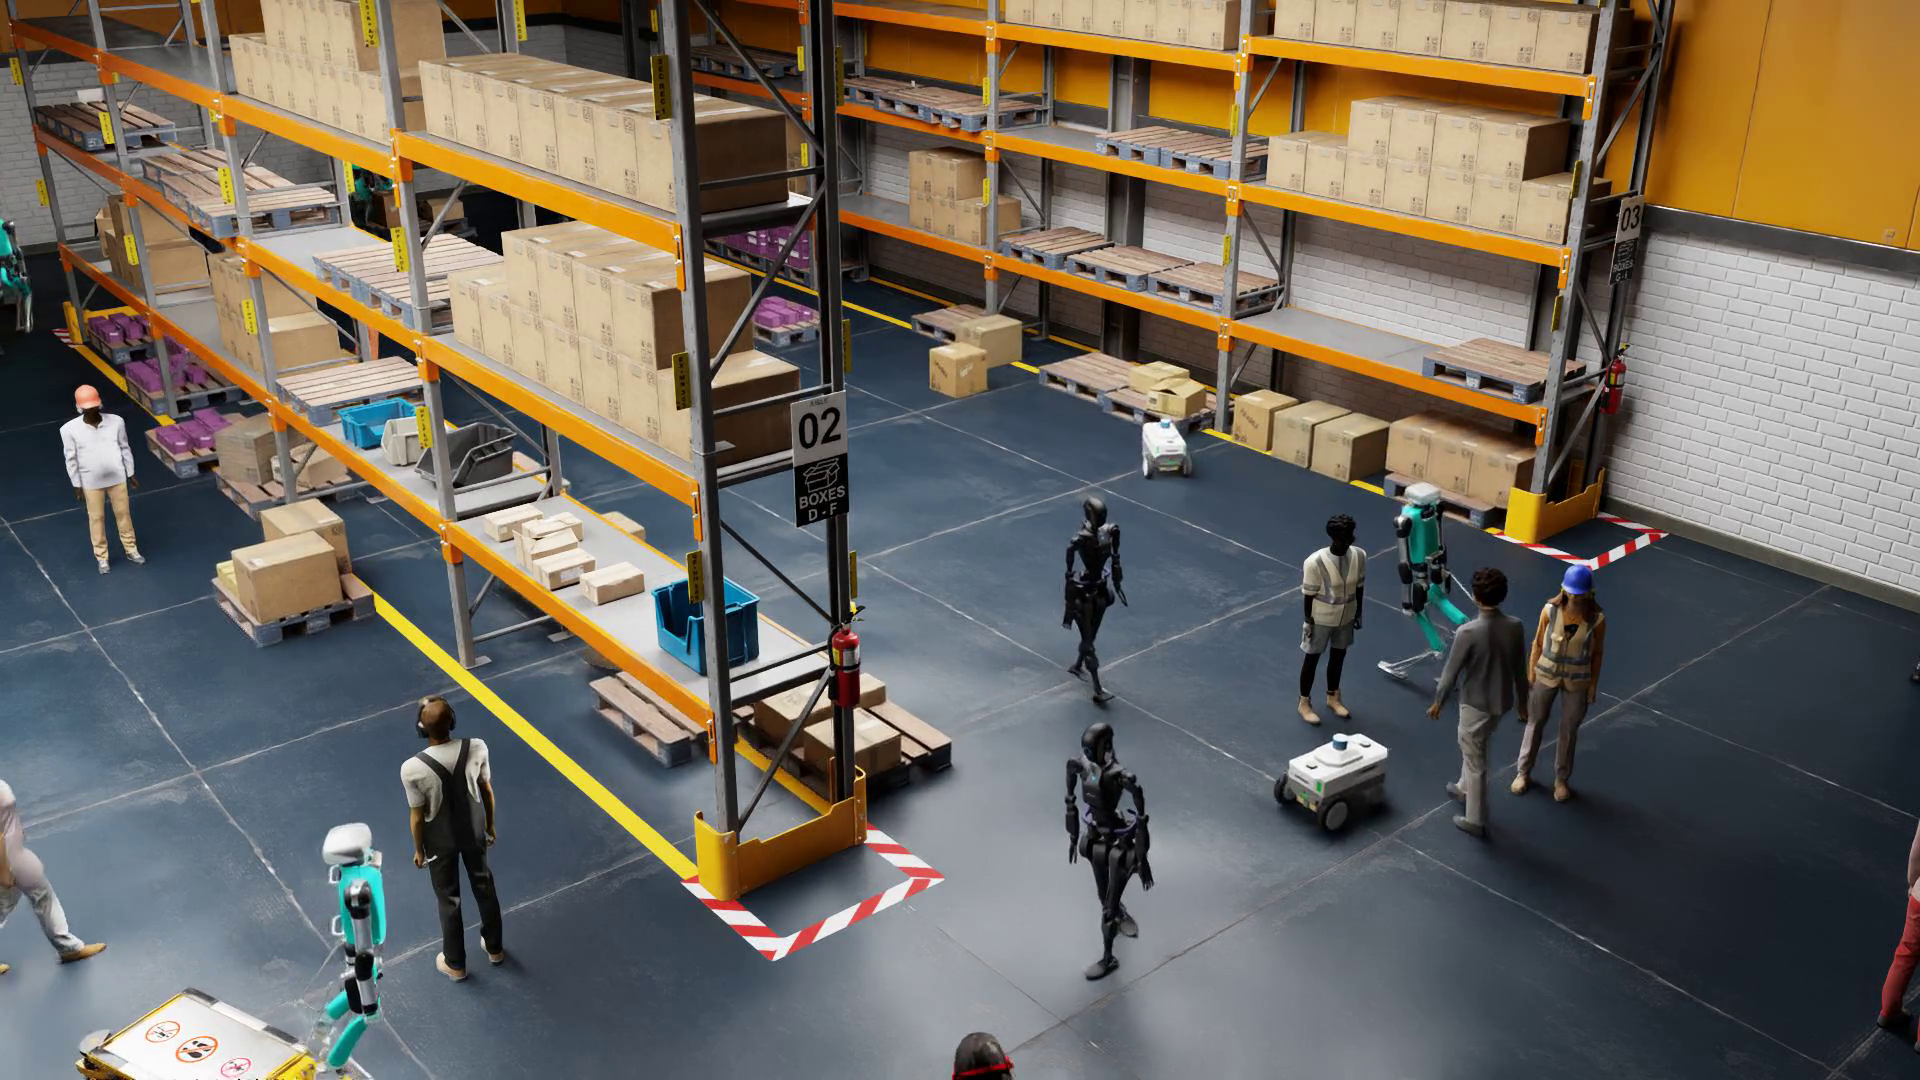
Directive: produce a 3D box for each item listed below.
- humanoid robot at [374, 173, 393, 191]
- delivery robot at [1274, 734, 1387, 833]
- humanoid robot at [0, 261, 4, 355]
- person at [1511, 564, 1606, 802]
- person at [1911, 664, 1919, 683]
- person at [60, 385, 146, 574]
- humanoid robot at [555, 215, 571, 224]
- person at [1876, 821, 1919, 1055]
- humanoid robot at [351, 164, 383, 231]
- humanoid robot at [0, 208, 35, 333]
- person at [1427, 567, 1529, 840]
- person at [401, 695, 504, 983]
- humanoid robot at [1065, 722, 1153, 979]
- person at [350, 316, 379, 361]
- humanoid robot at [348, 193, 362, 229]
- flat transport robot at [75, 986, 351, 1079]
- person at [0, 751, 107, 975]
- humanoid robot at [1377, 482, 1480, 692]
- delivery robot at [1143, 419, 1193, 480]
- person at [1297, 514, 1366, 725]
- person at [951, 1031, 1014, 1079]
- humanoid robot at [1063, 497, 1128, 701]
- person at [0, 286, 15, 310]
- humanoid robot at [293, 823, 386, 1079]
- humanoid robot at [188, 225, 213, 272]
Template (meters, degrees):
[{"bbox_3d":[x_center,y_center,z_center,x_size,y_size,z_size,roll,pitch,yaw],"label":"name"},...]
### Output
[{"bbox_3d":[-9.751,-6.200,28.164,0.633,1.797,0.530,7,24,16],"label":"humanoid robot"},{"bbox_3d":[2.606,1.622,11.510,0.774,0.581,0.499,-15,27,-31],"label":"delivery robot"},{"bbox_3d":[-12.509,-3.173,21.159,0.547,1.806,0.692,-2,23,-5],"label":"humanoid robot"},{"bbox_3d":[4.159,0.977,11.475,0.466,1.778,0.324,10,25,22],"label":"person"},{"bbox_3d":[7.809,0.263,12.955,0.546,1.924,0.387,14,27,29],"label":"person"},{"bbox_3d":[-7.763,-0.563,15.084,0.561,1.742,0.335,-19,30,-37],"label":"person"},{"bbox_3d":[-5.257,-3.471,21.911,0.518,1.634,0.616,4,24,8],"label":"humanoid robot"},{"bbox_3d":[5.407,2.010,9.102,0.312,1.767,0.521,-8,25,-18],"label":"person"},{"bbox_3d":[-9.810,-5.914,27.531,0.542,1.796,0.797,8,25,18],"label":"humanoid robot"},{"bbox_3d":[-12.601,-3.585,22.153,0.531,1.823,0.808,-1,23,-2],"label":"humanoid robot"},{"bbox_3d":[3.466,1.056,11.187,0.592,1.864,0.772,-7,24,-15],"label":"person"},{"bbox_3d":[-2.941,1.722,9.667,0.507,1.847,0.346,-17,29,-35],"label":"person"},{"bbox_3d":[0.925,1.763,9.838,0.603,1.615,0.661,15,28,31],"label":"humanoid robot"},{"bbox_3d":[-7.173,-2.722,20.071,0.497,1.759,0.341,14,27,30],"label":"person"},{"bbox_3d":[-8.792,-4.398,24.074,0.661,1.637,0.600,4,24,10],"label":"humanoid robot"},{"bbox_3d":[-4.052,2.867,9.005,1.431,0.231,0.659,13,26,27],"label":"flat transport robot"},{"bbox_3d":[-5.567,1.821,9.689,0.718,1.632,0.453,-20,30,-38],"label":"person"},{"bbox_3d":[3.668,0.451,12.744,0.577,1.744,0.937,-18,29,-36],"label":"humanoid robot"},{"bbox_3d":[2.157,-0.961,17.533,0.499,0.614,0.815,-2,23,-5],"label":"delivery robot"},{"bbox_3d":[2.791,0.580,12.501,0.533,1.693,0.320,-9,25,-19],"label":"person"},{"bbox_3d":[0.149,2.856,7.040,0.638,1.840,0.726,14,27,29],"label":"person"},{"bbox_3d":[1.079,0.434,12.903,0.603,1.629,0.735,-17,29,-34],"label":"humanoid robot"},{"bbox_3d":[-13.758,-4.044,23.033,0.942,1.829,0.573,-6,24,-14],"label":"person"},{"bbox_3d":[-3.207,2.315,8.540,0.660,1.879,0.540,-7,24,-16],"label":"humanoid robot"},{"bbox_3d":[-11.577,-4.799,25.030,0.609,1.641,0.701,12,26,25],"label":"humanoid robot"}]
